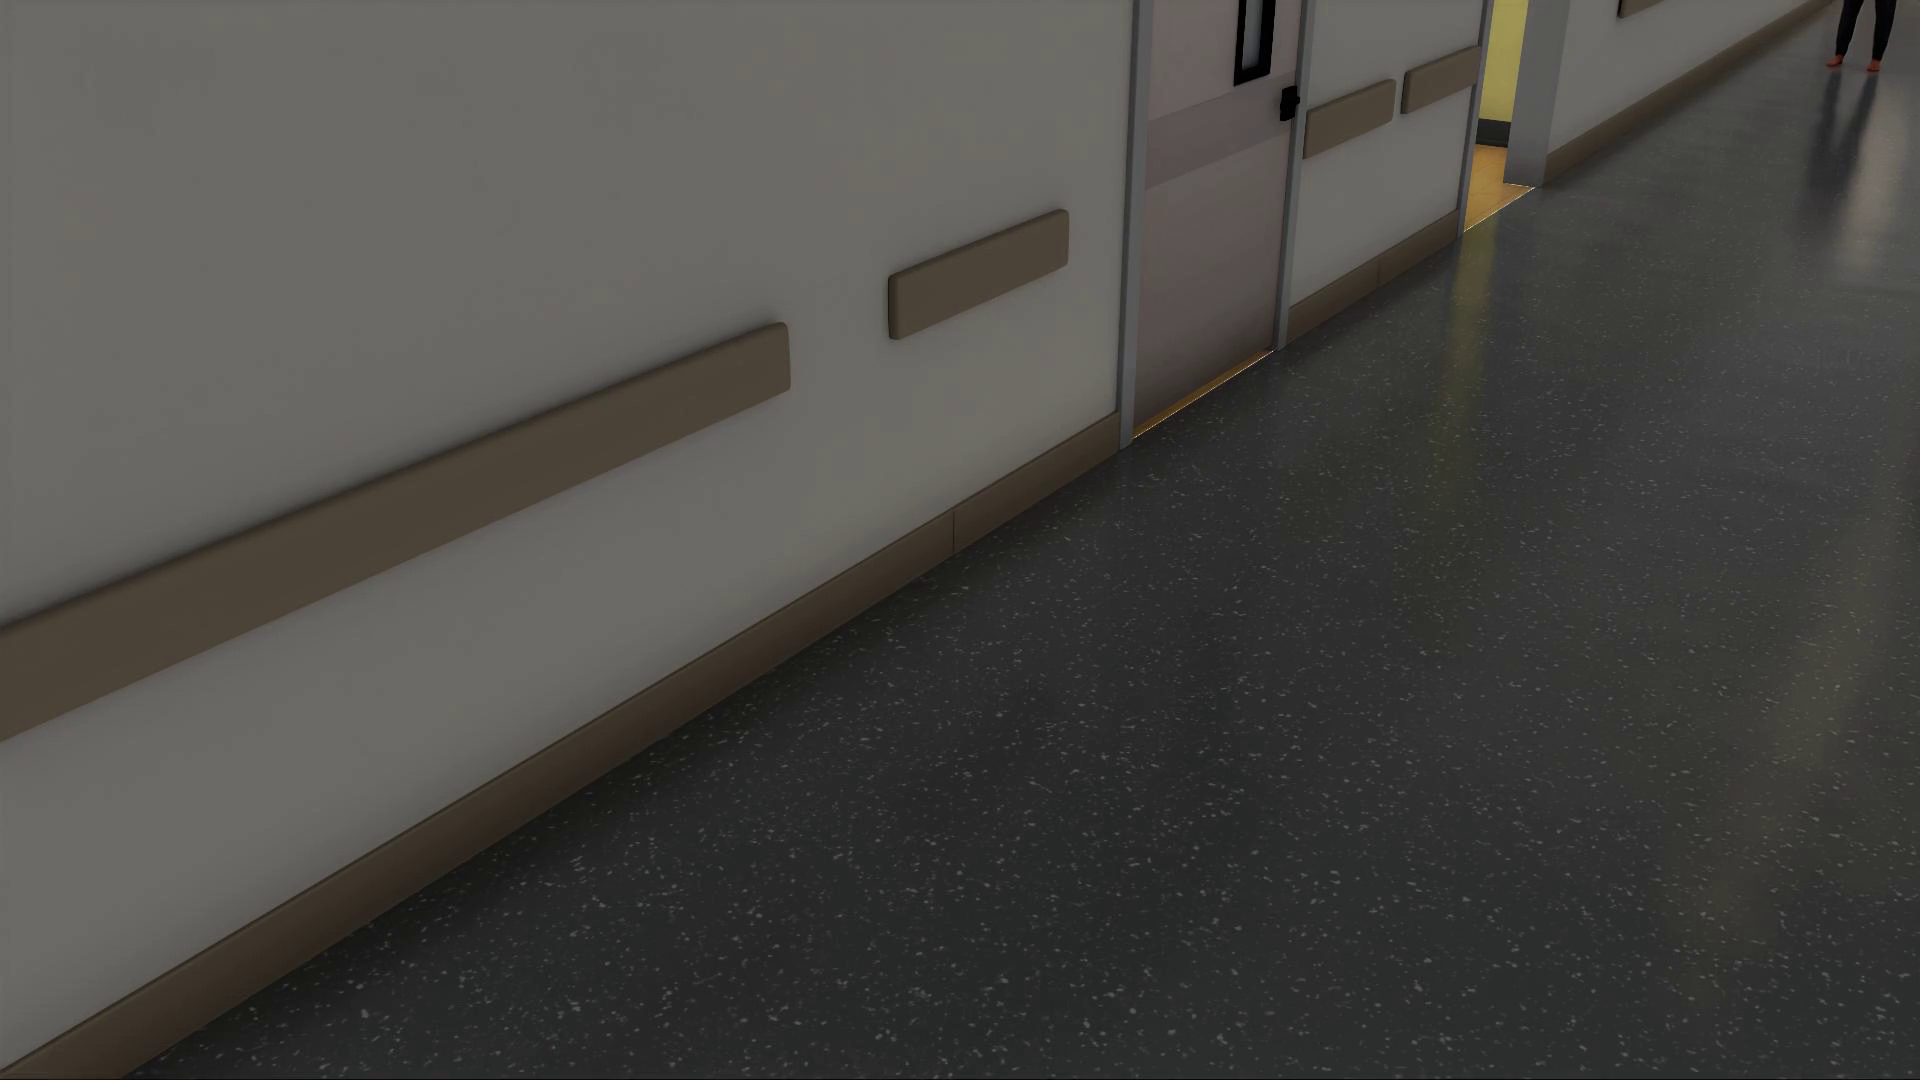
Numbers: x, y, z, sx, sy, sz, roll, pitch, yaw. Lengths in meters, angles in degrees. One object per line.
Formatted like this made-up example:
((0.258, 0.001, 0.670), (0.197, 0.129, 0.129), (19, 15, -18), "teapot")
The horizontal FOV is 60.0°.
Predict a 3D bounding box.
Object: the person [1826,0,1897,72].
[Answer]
((7.138, -4.552, 12.889), (0.511, 1.724, 0.694), (23, 34, 39), "person")
